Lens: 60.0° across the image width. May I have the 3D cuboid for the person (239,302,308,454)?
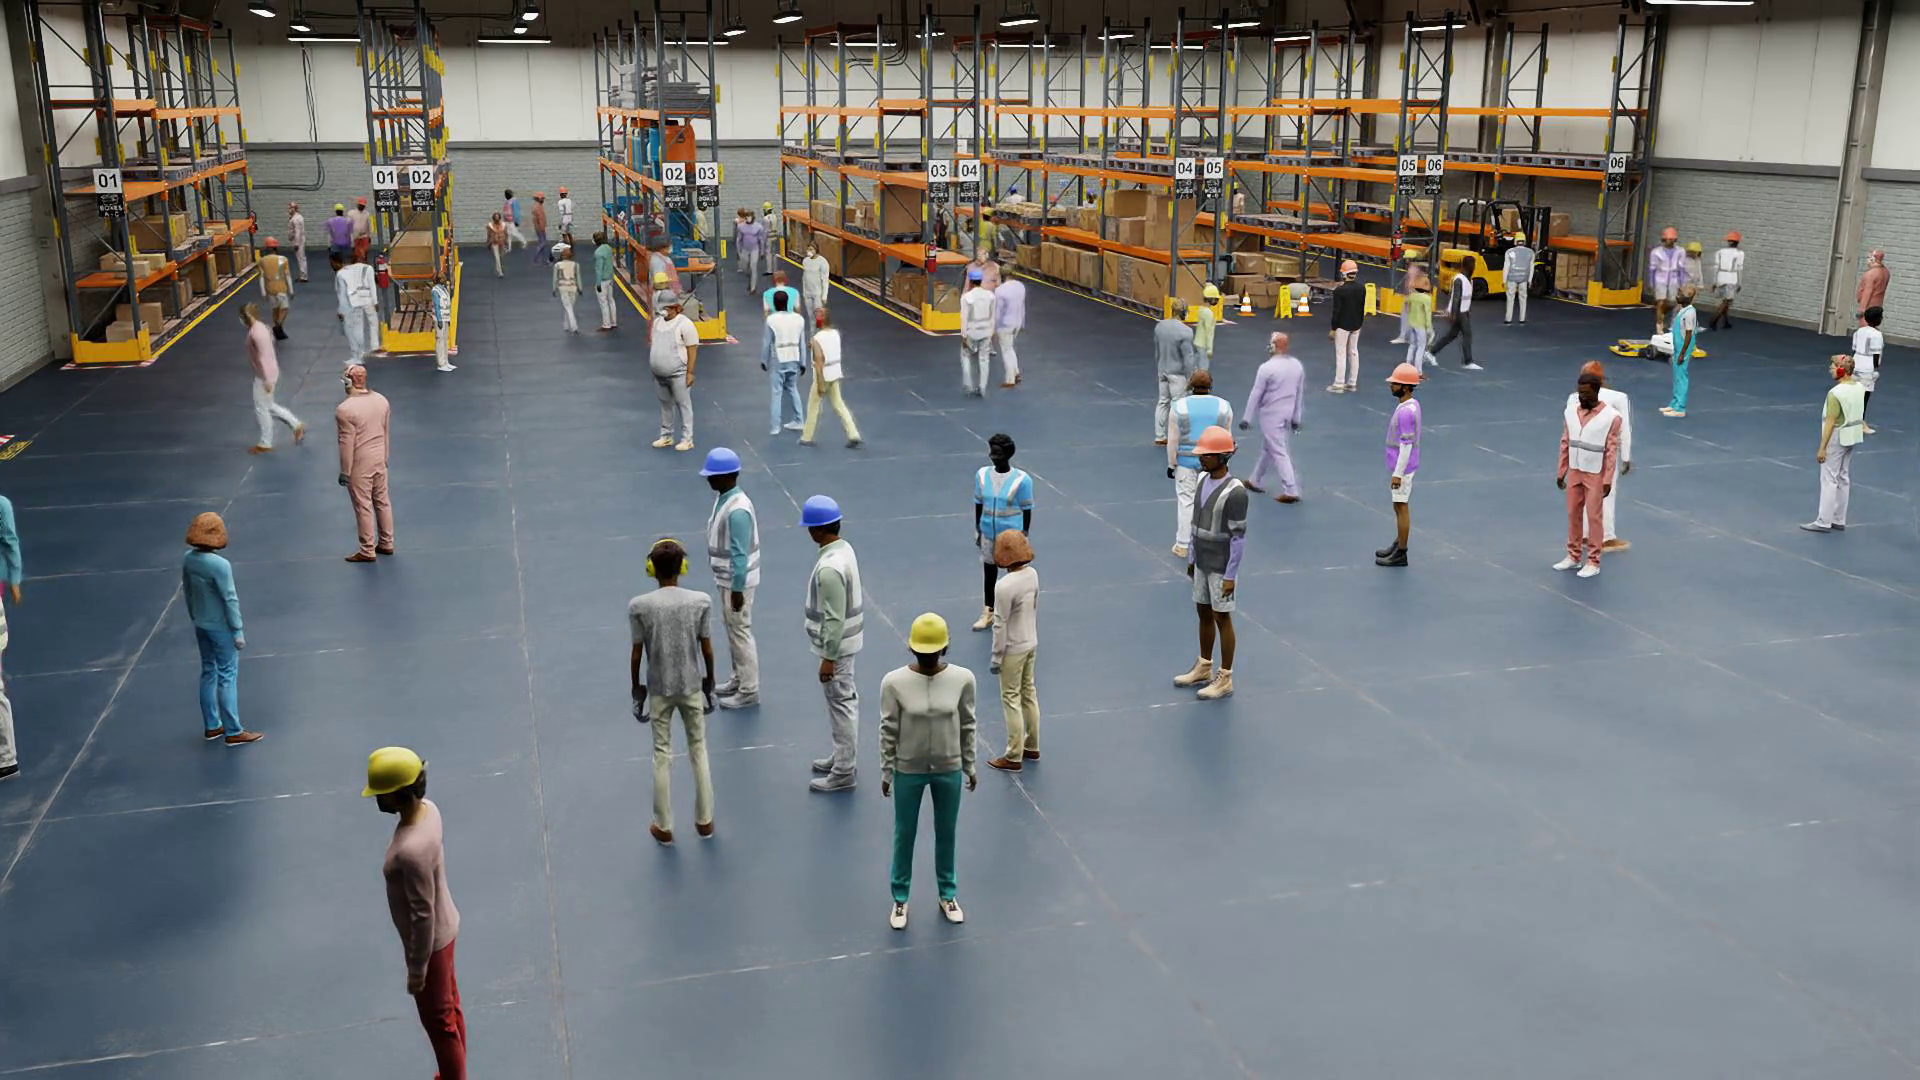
[{"bbox_3d":[-8.660,-2.042,20.900,0.686,1.908,0.736,-6,16,-20],"label":"person"}]

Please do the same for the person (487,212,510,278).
[{"bbox_3d":[-11.547,-7.394,41.616,0.522,1.598,0.853,-7,16,-25],"label":"person"}]

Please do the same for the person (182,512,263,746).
[{"bbox_3d":[-5.103,0.607,11.433,0.509,1.631,0.268,10,18,32],"label":"person"}]

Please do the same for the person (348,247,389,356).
[{"bbox_3d":[-10.292,-4.117,28.770,0.618,1.876,0.434,6,16,21],"label":"person"}]

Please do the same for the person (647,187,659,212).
[{"bbox_3d":[-9.319,-9.882,50.353,0.635,1.923,0.560,9,17,31],"label":"person"}]

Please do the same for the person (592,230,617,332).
[{"bbox_3d":[-6.783,-4.923,31.683,0.364,1.931,0.635,3,15,10],"label":"person"}]

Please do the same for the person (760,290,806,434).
[{"bbox_3d":[-2.338,-2.373,22.138,0.482,1.898,0.587,14,20,43],"label":"person"}]

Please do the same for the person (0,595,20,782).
[{"bbox_3d":[-6.392,0.681,10.769,0.404,1.835,0.587,-11,18,-35],"label":"person"}]

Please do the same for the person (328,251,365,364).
[{"bbox_3d":[-10.268,-3.886,27.852,0.451,1.886,0.660,-2,15,-7],"label":"person"}]

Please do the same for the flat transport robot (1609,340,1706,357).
[{"bbox_3d":[12.112,-3.336,28.882,1.431,0.197,0.652,1,15,5],"label":"flat transport robot"}]

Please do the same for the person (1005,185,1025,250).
[{"bbox_3d":[1.639,-9.445,48.762,0.639,1.899,0.562,-4,15,-16],"label":"person"}]

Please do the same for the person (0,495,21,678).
[{"bbox_3d":[-7.113,0.306,11.964,0.657,1.947,0.419,-5,16,-19],"label":"person"}]

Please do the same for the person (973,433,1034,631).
[{"bbox_3d":[0.353,-0.052,13.789,0.537,1.696,0.321,8,17,28],"label":"person"}]

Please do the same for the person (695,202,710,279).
[{"bbox_3d":[-6.383,-7.460,41.131,0.413,1.986,0.609,-4,15,-15],"label":"person"}]

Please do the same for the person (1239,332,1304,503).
[{"bbox_3d":[3.475,-1.368,18.443,0.651,1.859,0.985,-12,19,-39],"label":"person"}]

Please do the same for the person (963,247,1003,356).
[{"bbox_3d":[0.385,-4.097,28.672,0.744,1.890,0.418,2,15,6],"label":"person"}]

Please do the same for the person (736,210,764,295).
[{"bbox_3d":[-4.745,-6.532,37.730,0.646,1.929,0.535,2,15,7],"label":"person"}]

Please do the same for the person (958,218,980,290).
[{"bbox_3d":[0.276,-6.030,36.014,0.560,1.834,0.818,-7,17,-26],"label":"person"}]

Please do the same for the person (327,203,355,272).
[{"bbox_3d":[-14.925,-7.154,40.115,0.644,1.903,0.486,-5,16,-17],"label":"person"}]

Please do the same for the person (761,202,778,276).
[{"bbox_3d":[-4.793,-7.532,41.680,0.404,1.830,0.603,6,16,20],"label":"person"}]

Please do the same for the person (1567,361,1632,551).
[{"bbox_3d":[6.321,-0.824,16.414,0.734,1.847,0.420,9,17,30],"label":"person"}]

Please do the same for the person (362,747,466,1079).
[{"bbox_3d":[-2.305,1.699,7.086,0.334,1.760,0.523,-3,15,-13],"label":"person"}]

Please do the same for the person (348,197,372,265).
[{"bbox_3d":[-15.178,-7.679,41.995,0.665,1.958,0.683,-11,19,-37],"label":"person"}]

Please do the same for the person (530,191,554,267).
[{"bbox_3d":[-11.107,-8.202,43.952,0.612,1.961,0.710,-4,15,-13],"label":"person"}]

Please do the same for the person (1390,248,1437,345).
[{"bbox_3d":[8.229,-4.387,30.017,0.737,1.738,0.529,3,15,11],"label":"person"}]

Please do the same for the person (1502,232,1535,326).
[{"bbox_3d":[10.917,-5.116,32.595,0.601,1.827,0.404,0,15,0],"label":"person"}]

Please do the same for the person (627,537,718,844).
[{"bbox_3d":[-1.700,0.901,9.902,0.511,1.860,0.330,-4,15,-14],"label":"person"}]

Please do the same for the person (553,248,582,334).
[{"bbox_3d":[-7.446,-4.736,31.621,0.529,1.597,0.833,-9,18,-32],"label":"person"}]

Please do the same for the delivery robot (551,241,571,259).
[{"bbox_3d":[-10.909,-7.941,45.488,0.477,0.478,0.707,1,15,5],"label":"delivery robot"}]

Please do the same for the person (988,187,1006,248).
[{"bbox_3d":[0.935,-9.497,49.118,0.797,1.821,0.634,6,16,23],"label":"person"}]

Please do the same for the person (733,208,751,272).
[{"bbox_3d":[-5.557,-7.684,42.626,0.522,1.636,0.310,-7,16,-23],"label":"person"}]

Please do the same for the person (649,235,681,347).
[{"bbox_3d":[-5.158,-4.435,29.626,0.938,2.000,0.702,3,15,10],"label":"person"}]

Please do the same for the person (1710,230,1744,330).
[{"bbox_3d":[14.697,-4.973,31.916,0.818,1.906,0.544,-10,18,-33],"label":"person"}]

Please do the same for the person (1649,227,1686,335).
[{"bbox_3d":[13.255,-4.856,31.235,0.633,2.027,0.526,2,15,6],"label":"person"}]

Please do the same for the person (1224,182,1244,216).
[{"bbox_3d":[8.275,-9.843,50.210,0.609,1.912,0.592,3,15,10],"label":"person"}]

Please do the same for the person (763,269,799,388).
[{"bbox_3d":[-2.741,-3.244,25.589,0.569,1.812,0.795,-1,15,-4],"label":"person"}]
